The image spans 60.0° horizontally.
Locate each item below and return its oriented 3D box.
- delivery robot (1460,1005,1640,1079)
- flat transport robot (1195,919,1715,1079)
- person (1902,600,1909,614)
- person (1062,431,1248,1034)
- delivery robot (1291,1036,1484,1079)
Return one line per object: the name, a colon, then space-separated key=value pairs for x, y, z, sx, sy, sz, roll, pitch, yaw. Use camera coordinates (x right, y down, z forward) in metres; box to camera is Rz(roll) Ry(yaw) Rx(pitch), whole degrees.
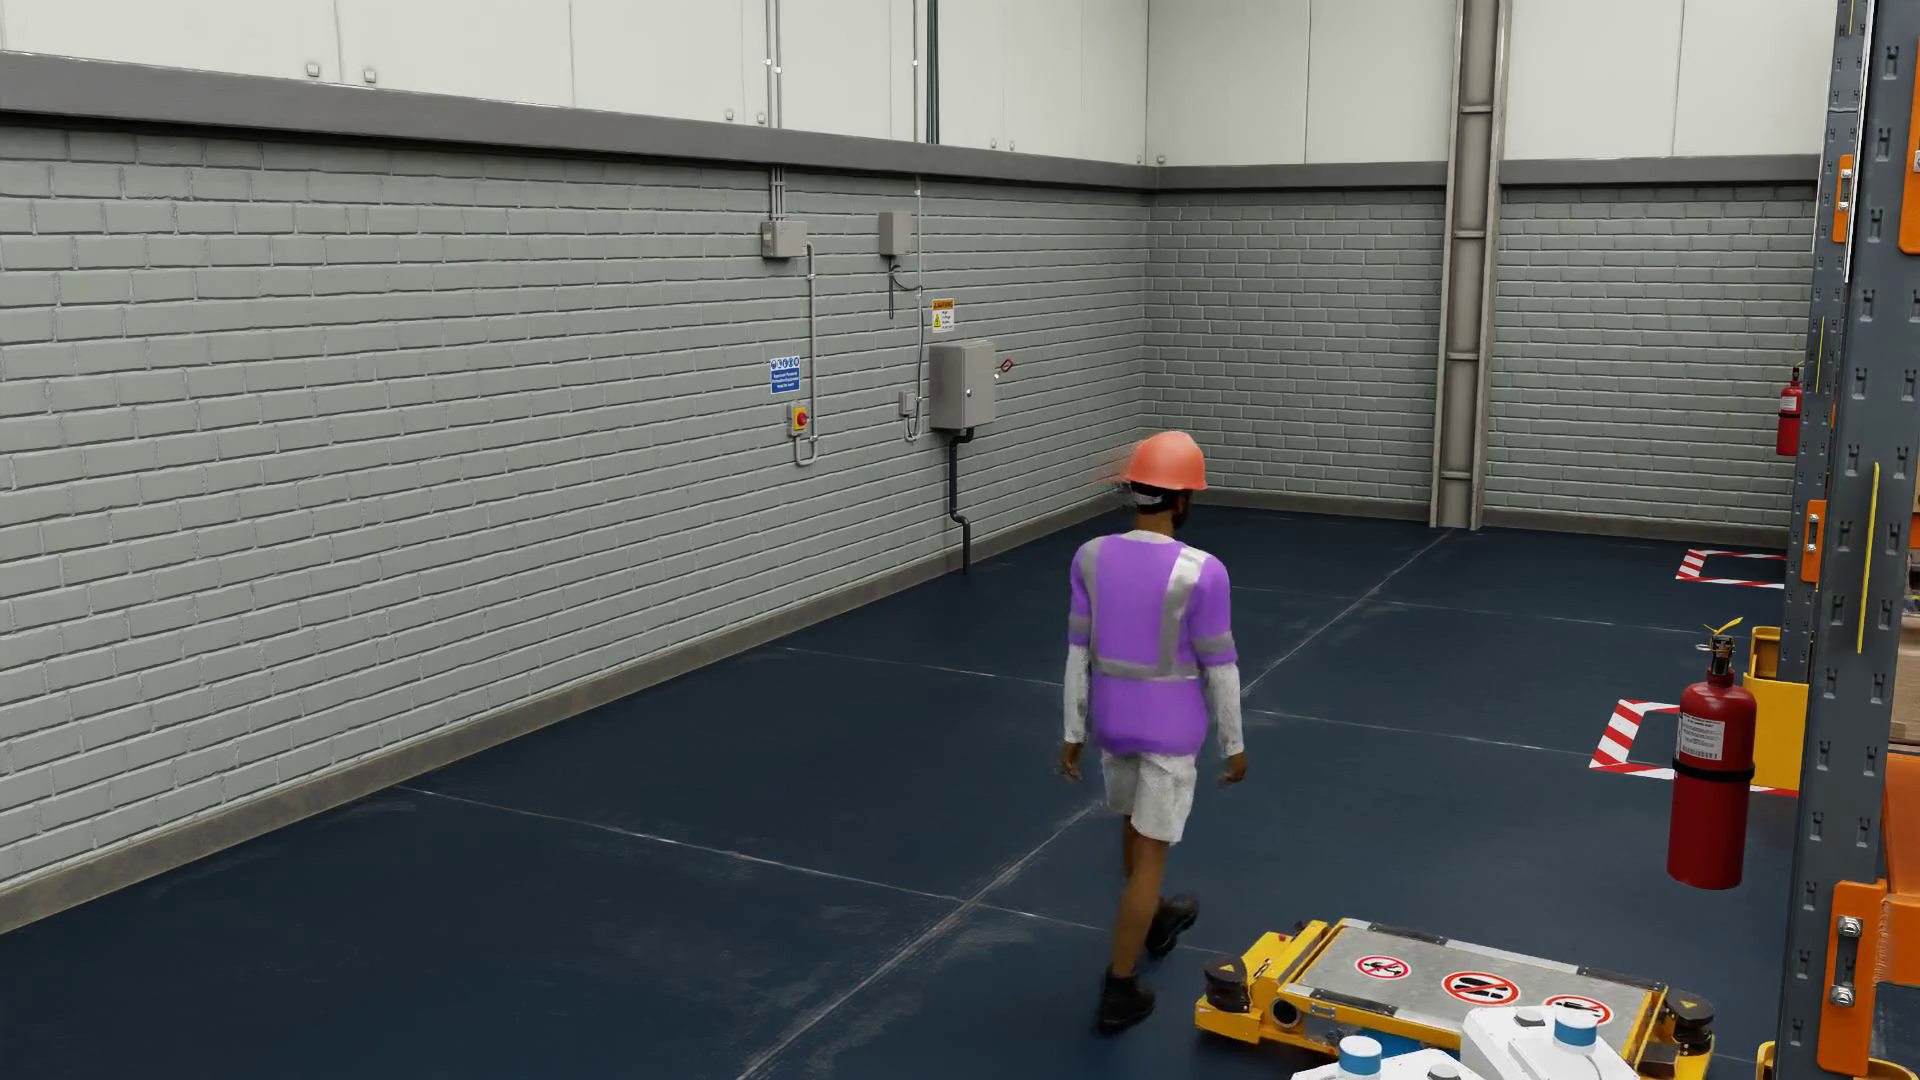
delivery robot: x=1.548 y=1.435 z=4.218 sx=0.477 sy=0.478 sz=0.707 roll=-1 pitch=10 yaw=-5
flat transport robot: x=1.517 y=1.456 z=5.134 sx=1.431 sy=0.197 sz=0.652 roll=6 pitch=12 yaw=30
person: x=4.867 y=0.024 z=8.749 sx=0.971 sy=1.821 sz=0.533 roll=4 pitch=11 yaw=21
person: x=0.689 y=0.586 z=5.442 sx=0.562 sy=1.894 sz=0.922 roll=8 pitch=13 yaw=38
delivery robot: x=0.971 y=1.461 z=4.076 sx=0.707 sy=0.478 sz=0.477 roll=-4 pitch=11 yaw=-22
